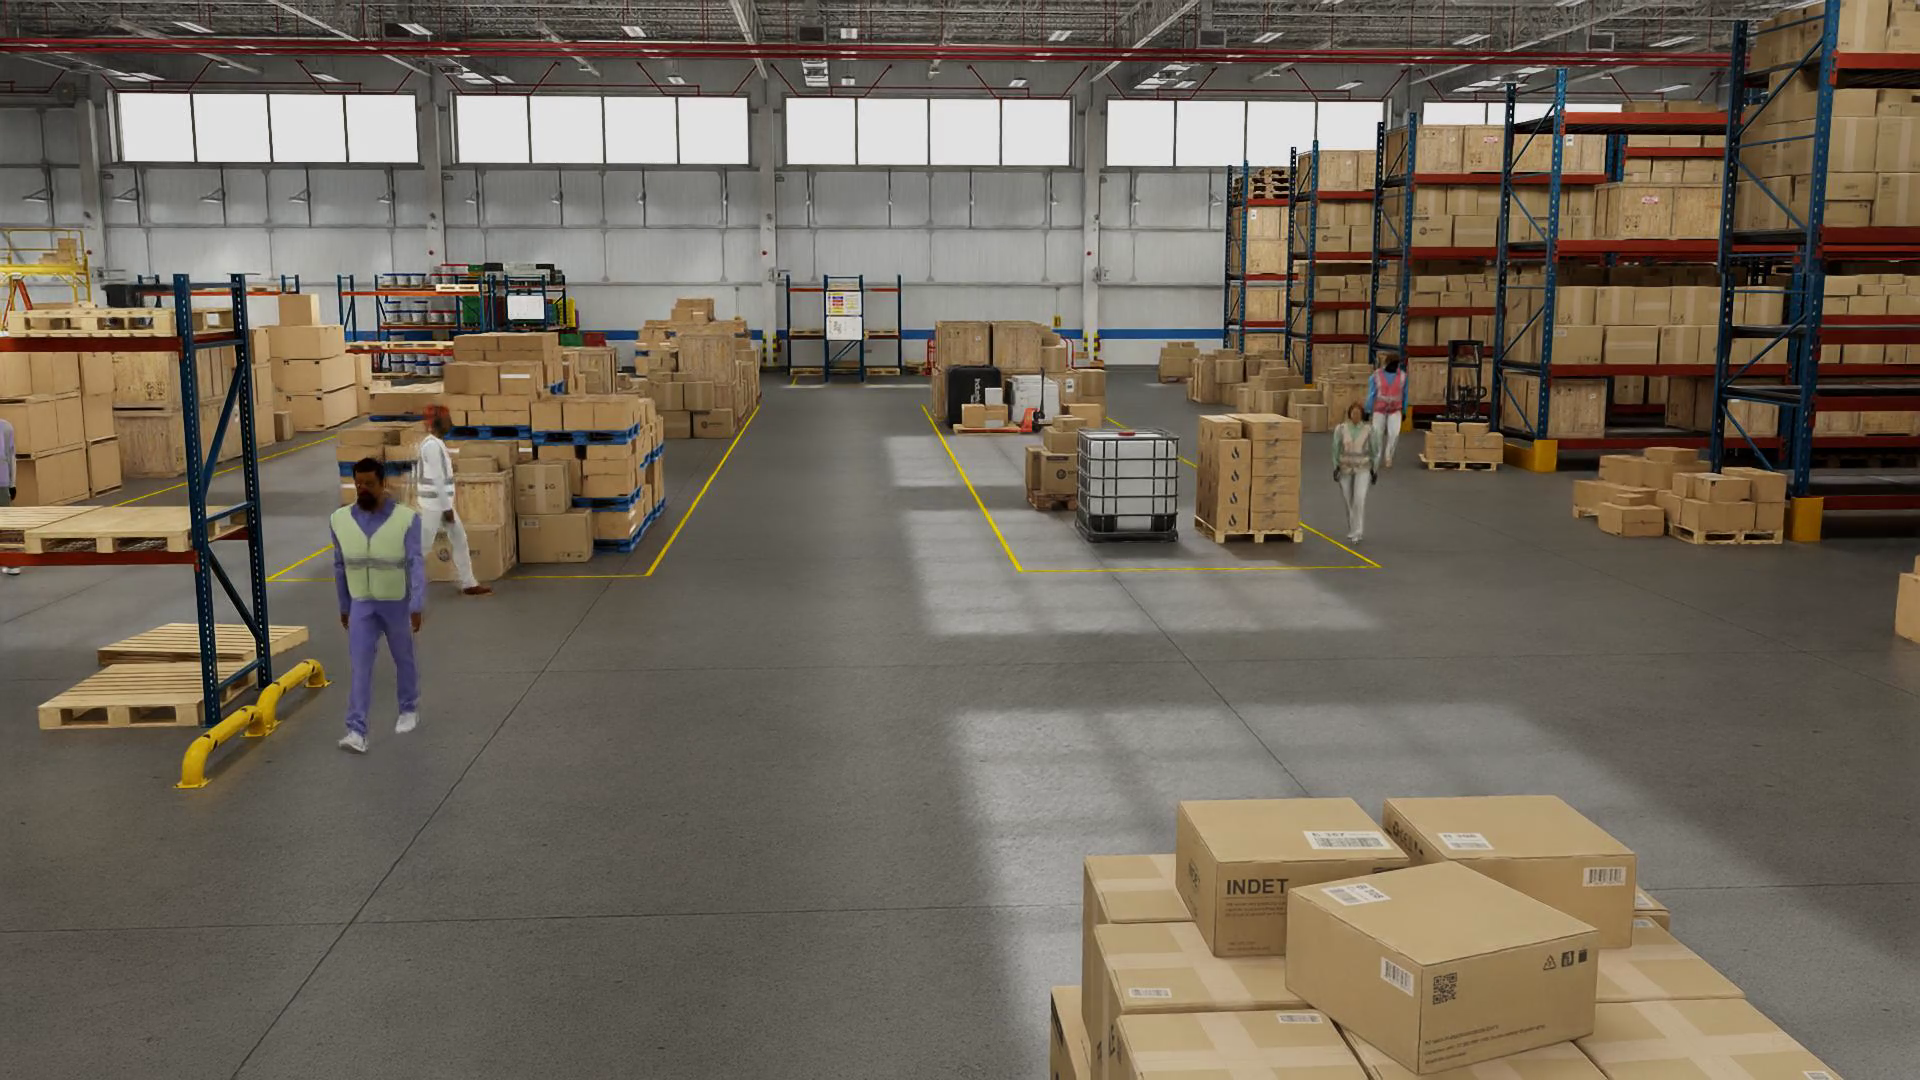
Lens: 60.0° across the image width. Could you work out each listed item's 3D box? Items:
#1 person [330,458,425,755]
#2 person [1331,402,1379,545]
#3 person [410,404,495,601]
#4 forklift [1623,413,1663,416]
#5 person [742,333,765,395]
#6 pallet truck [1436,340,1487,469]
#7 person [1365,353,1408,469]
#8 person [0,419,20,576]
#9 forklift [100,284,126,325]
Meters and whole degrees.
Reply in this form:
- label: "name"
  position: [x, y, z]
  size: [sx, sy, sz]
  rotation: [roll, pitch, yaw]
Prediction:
- label: "person"
  position: [-3.731, 0.407, 10.671]
  size: [0.611, 1.861, 1.039]
  rotation: [-1, 9, -3]
- label: "person"
  position: [4.488, -0.771, 18.903]
  size: [0.511, 1.597, 0.853]
  rotation: [4, 10, 24]
- label: "person"
  position: [-4.908, -0.337, 15.431]
  size: [0.966, 1.844, 0.585]
  rotation: [-1, 9, -7]
- label: "forklift"
  position: [14.249, -4.118, 35.887]
  size: [1.873, 2.768, 1.129]
  rotation: [4, 10, 24]
- label: "person"
  position: [-5.314, -4.338, 41.294]
  size: [0.845, 1.592, 0.523]
  rotation: [2, 9, 14]
- label: "pallet truck"
  position: [8.004, -2.170, 26.422]
  size: [0.823, 1.965, 1.885]
  rotation: [2, 9, 14]
- label: "person"
  position: [6.657, -1.998, 25.928]
  size: [0.685, 1.808, 0.676]
  rotation: [1, 9, 4]
- label: "person"
  position: [-9.699, -0.567, 16.573]
  size: [0.385, 1.928, 0.589]
  rotation: [5, 10, 28]
- label: "forklift"
  position: [-18.721, -4.295, 37.000]
  size: [1.873, 2.768, 1.129]
  rotation: [-6, 11, -32]
